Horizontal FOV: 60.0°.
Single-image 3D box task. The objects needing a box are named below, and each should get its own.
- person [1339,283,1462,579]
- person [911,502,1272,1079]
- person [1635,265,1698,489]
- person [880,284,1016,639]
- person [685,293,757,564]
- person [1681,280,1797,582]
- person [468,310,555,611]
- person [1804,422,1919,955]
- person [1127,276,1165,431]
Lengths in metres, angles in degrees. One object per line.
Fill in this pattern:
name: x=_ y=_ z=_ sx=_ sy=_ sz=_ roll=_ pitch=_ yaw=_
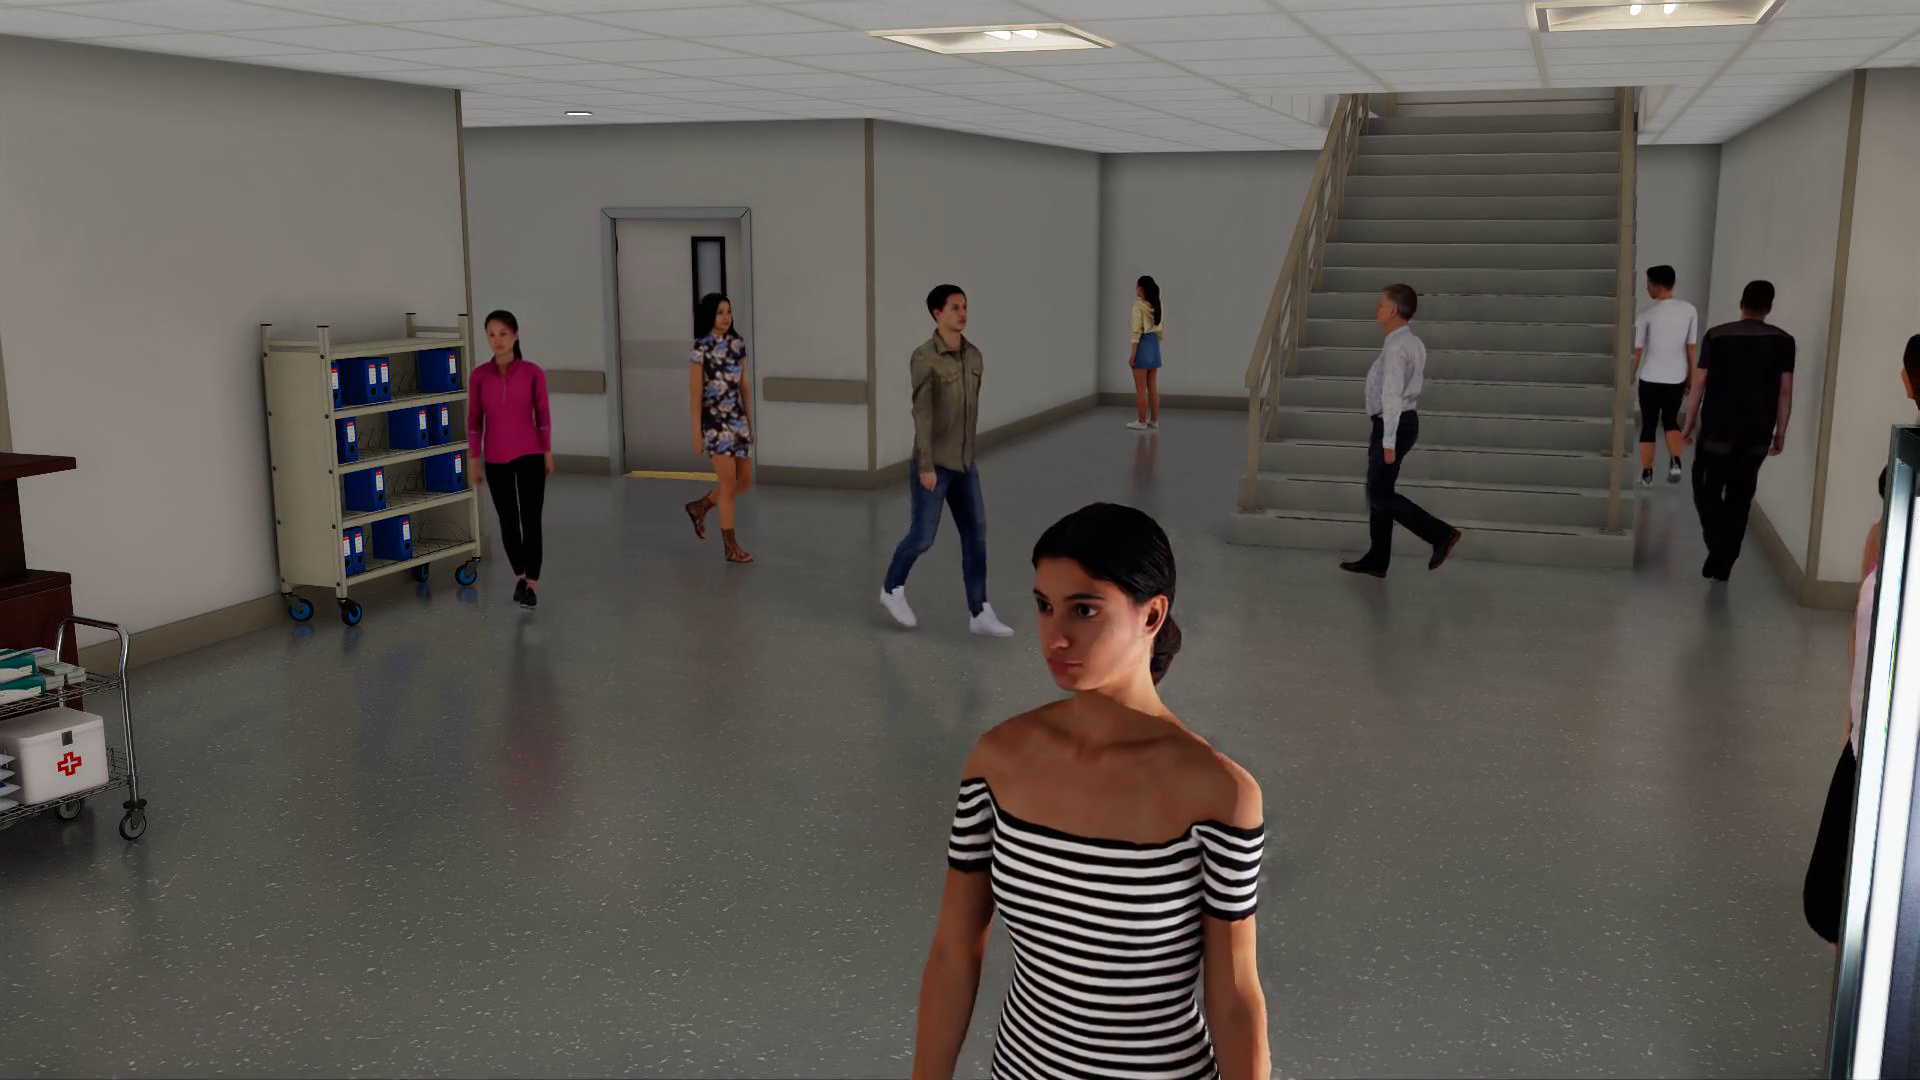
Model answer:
person: x=2.696 y=-0.636 z=10.084 sx=0.797 sy=1.804 sz=0.953 roll=6 pitch=12 yaw=28
person: x=0.258 y=0.835 z=2.320 sx=0.723 sy=1.809 sz=0.735 roll=8 pitch=13 yaw=35
person: x=5.723 y=-1.306 z=13.567 sx=0.820 sy=1.823 sz=0.836 roll=2 pitch=11 yaw=9
person: x=-0.155 y=-0.405 z=8.772 sx=1.218 sy=1.840 sz=1.083 roll=-10 pitch=15 yaw=-44
person: x=-1.574 y=-0.719 z=10.749 sx=0.859 sy=1.719 sz=0.941 roll=9 pitch=14 yaw=40
person: x=4.645 y=-0.616 z=9.931 sx=0.779 sy=1.823 sz=1.005 roll=3 pitch=11 yaw=16
person: x=-2.529 y=-0.452 z=9.461 sx=0.853 sy=1.675 sz=1.045 roll=-1 pitch=11 yaw=-7
person: x=2.321 y=0.548 z=3.923 sx=0.817 sy=1.775 sz=0.759 roll=-5 pitch=12 yaw=-23
person: x=1.982 y=-2.002 z=17.751 sx=0.645 sy=1.631 sz=0.783 roll=-10 pitch=15 yaw=-43
